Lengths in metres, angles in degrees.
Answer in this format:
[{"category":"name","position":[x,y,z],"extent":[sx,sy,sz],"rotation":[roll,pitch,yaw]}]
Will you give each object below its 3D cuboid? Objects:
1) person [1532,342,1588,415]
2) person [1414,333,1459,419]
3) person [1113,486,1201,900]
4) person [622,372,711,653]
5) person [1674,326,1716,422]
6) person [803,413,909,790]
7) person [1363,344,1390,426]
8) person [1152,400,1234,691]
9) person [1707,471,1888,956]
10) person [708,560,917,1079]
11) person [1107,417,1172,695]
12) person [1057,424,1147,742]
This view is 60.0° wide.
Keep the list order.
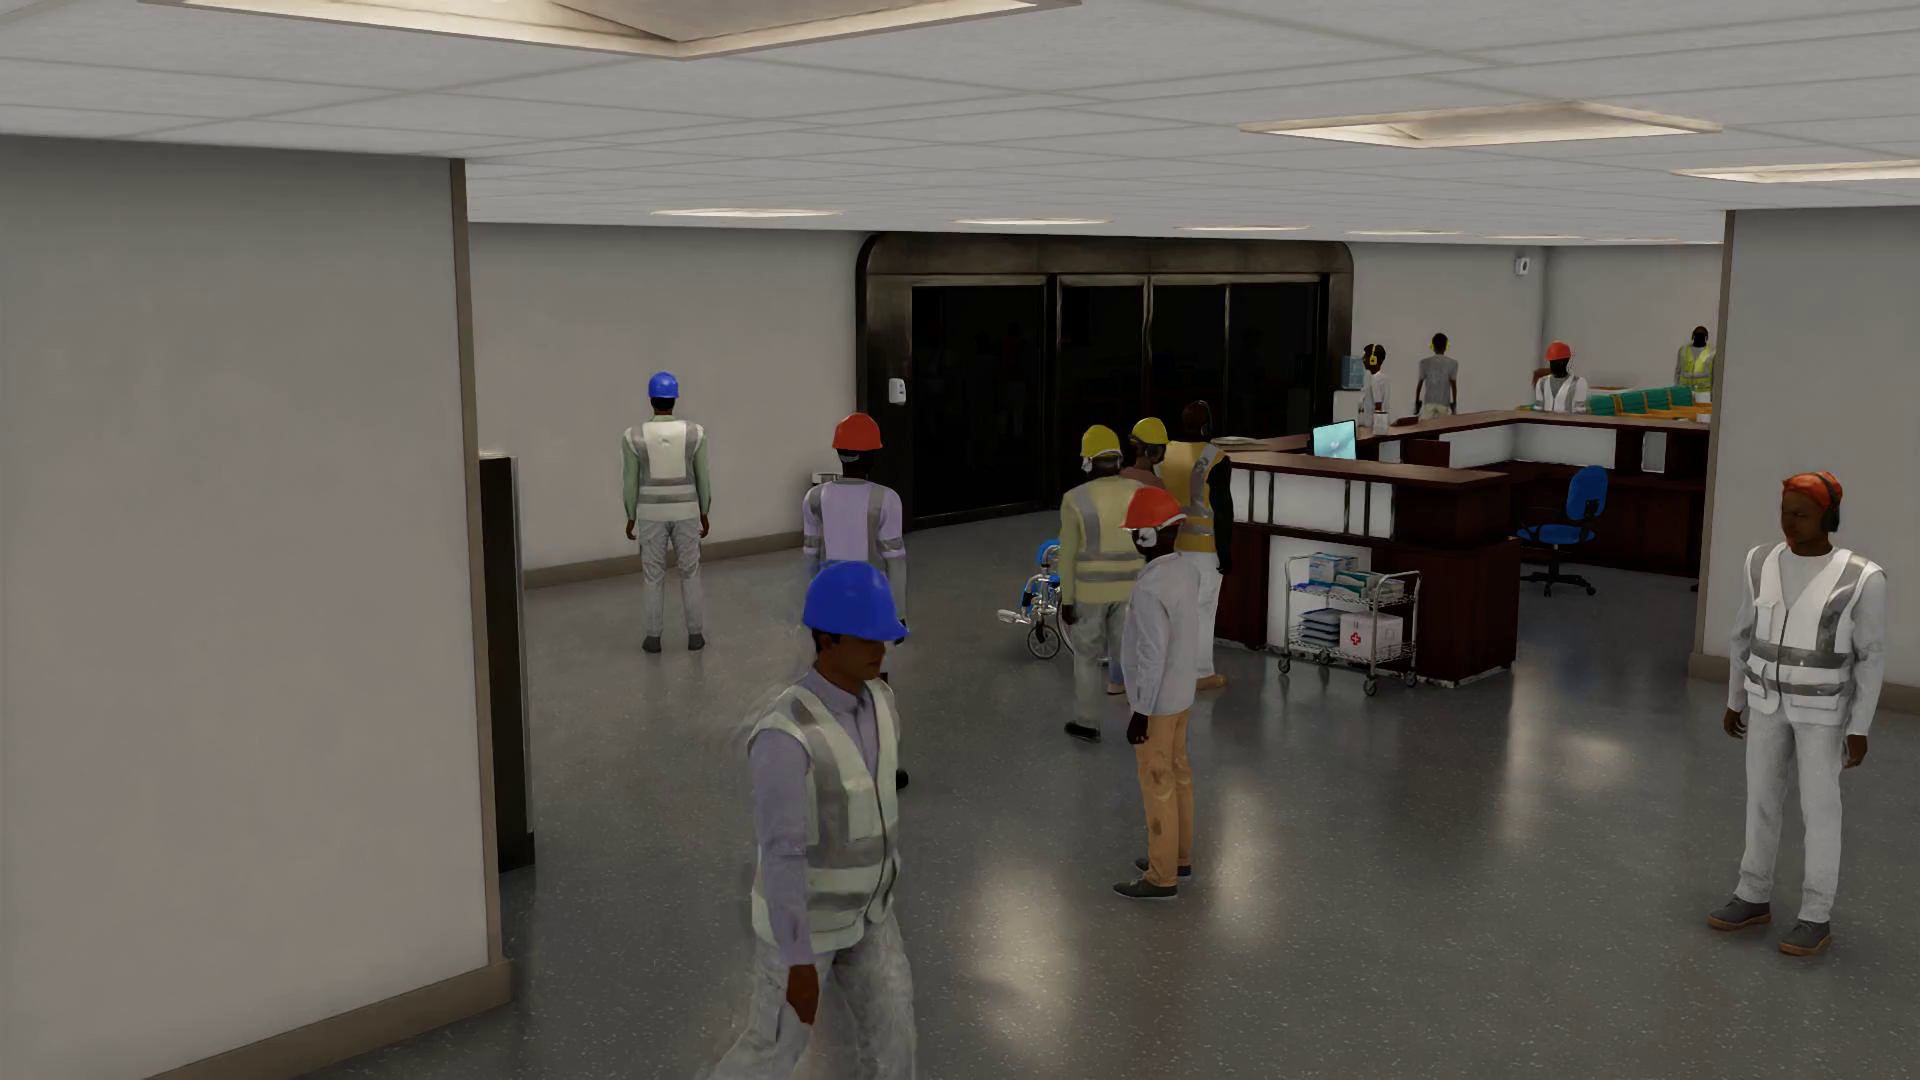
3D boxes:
[{"category":"person","position":[6.077,-1.065,17.010],"extent":[0.511,1.915,0.564],"rotation":[-7,12,-37]},{"category":"person","position":[6.148,-1.748,21.471],"extent":[0.544,1.841,0.798],"rotation":[3,10,19]},{"category":"person","position":[0.823,0.642,7.051],"extent":[0.342,1.747,0.572],"rotation":[4,10,24]},{"category":"person","position":[-2.026,-0.186,11.525],"extent":[0.604,1.949,0.389],"rotation":[-2,10,-14]},{"category":"person","position":[10.693,-2.186,24.165],"extent":[0.625,1.837,0.430],"rotation":[7,12,38]},{"category":"person","position":[-0.516,0.327,8.412],"extent":[0.543,1.939,0.360],"rotation":[3,10,19]},{"category":"person","position":[4.393,-1.143,17.637],"extent":[0.313,1.869,0.528],"rotation":[4,10,21]},{"category":"person","position":[1.491,0.034,10.556],"extent":[0.430,1.836,0.618],"rotation":[-7,11,-36]},{"category":"person","position":[3.269,0.667,6.502],"extent":[0.342,1.879,0.587],"rotation":[-6,11,-32]},{"category":"person","position":[-0.417,0.983,4.503],"extent":[0.939,1.913,0.624],"rotation":[6,11,31]},{"category":"person","position":[1.126,0.126,10.218],"extent":[0.349,1.758,0.522],"rotation":[-4,10,-24]},{"category":"person","position":[0.847,0.275,9.166],"extent":[0.595,1.809,0.686],"rotation":[-4,10,-24]}]
